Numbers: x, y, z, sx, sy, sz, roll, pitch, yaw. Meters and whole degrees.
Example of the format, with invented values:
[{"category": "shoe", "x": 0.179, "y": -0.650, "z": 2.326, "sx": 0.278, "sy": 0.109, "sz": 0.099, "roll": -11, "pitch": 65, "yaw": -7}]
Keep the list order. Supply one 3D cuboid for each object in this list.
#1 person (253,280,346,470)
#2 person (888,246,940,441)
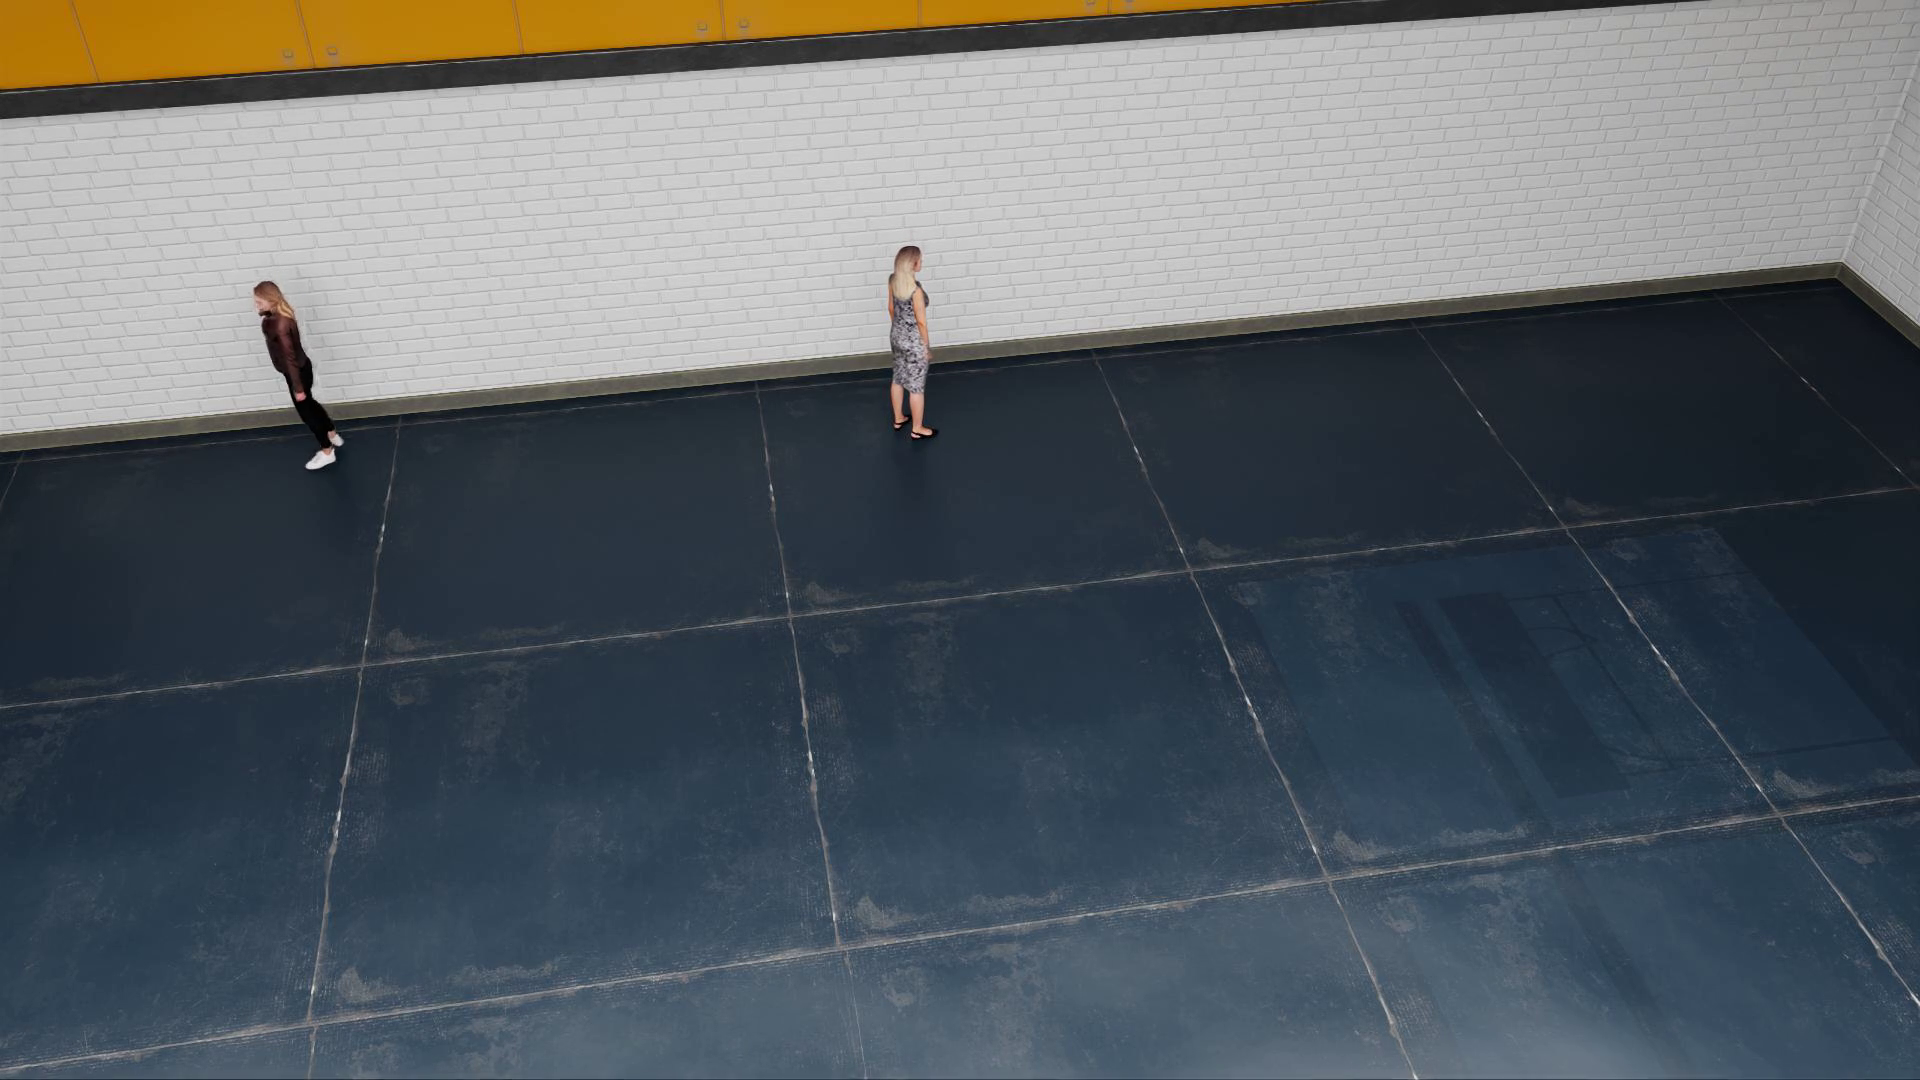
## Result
[{"category": "person", "x": -5.179, "y": -1.324, "z": 13.034, "sx": 0.818, "sy": 1.698, "sz": 0.592, "roll": -8, "pitch": 39, "yaw": -9}, {"category": "person", "x": -0.420, "y": -1.578, "z": 13.349, "sx": 0.701, "sy": 1.703, "sz": 0.595, "roll": -28, "pitch": 47, "yaw": -31}]
